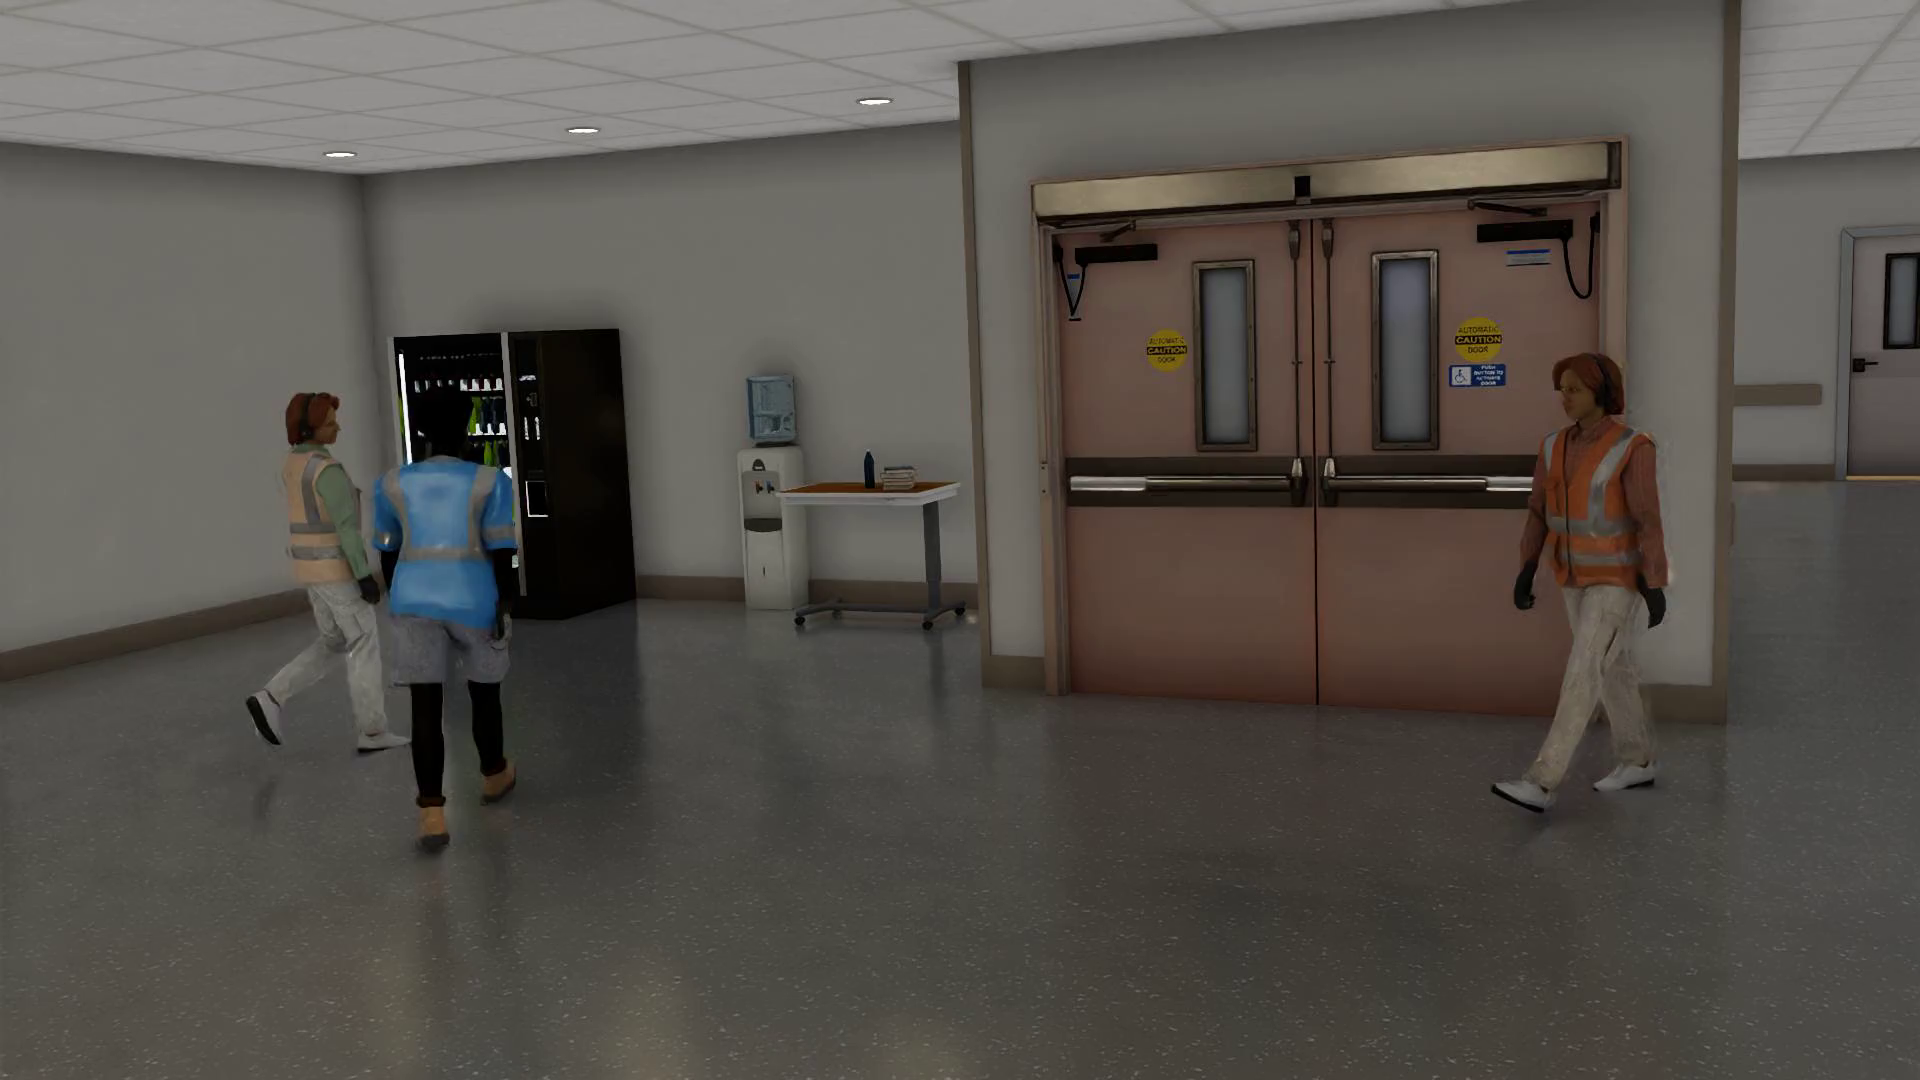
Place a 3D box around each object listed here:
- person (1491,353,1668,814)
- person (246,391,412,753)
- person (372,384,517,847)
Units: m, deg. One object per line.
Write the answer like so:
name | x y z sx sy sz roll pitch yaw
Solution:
person | 2.160 0.153 5.829 0.856 1.594 0.542 -5 8 -19
person | -2.772 0.162 7.245 0.611 1.615 0.534 -8 9 -38
person | -1.882 0.256 6.127 0.540 1.644 0.899 -3 7 -4
